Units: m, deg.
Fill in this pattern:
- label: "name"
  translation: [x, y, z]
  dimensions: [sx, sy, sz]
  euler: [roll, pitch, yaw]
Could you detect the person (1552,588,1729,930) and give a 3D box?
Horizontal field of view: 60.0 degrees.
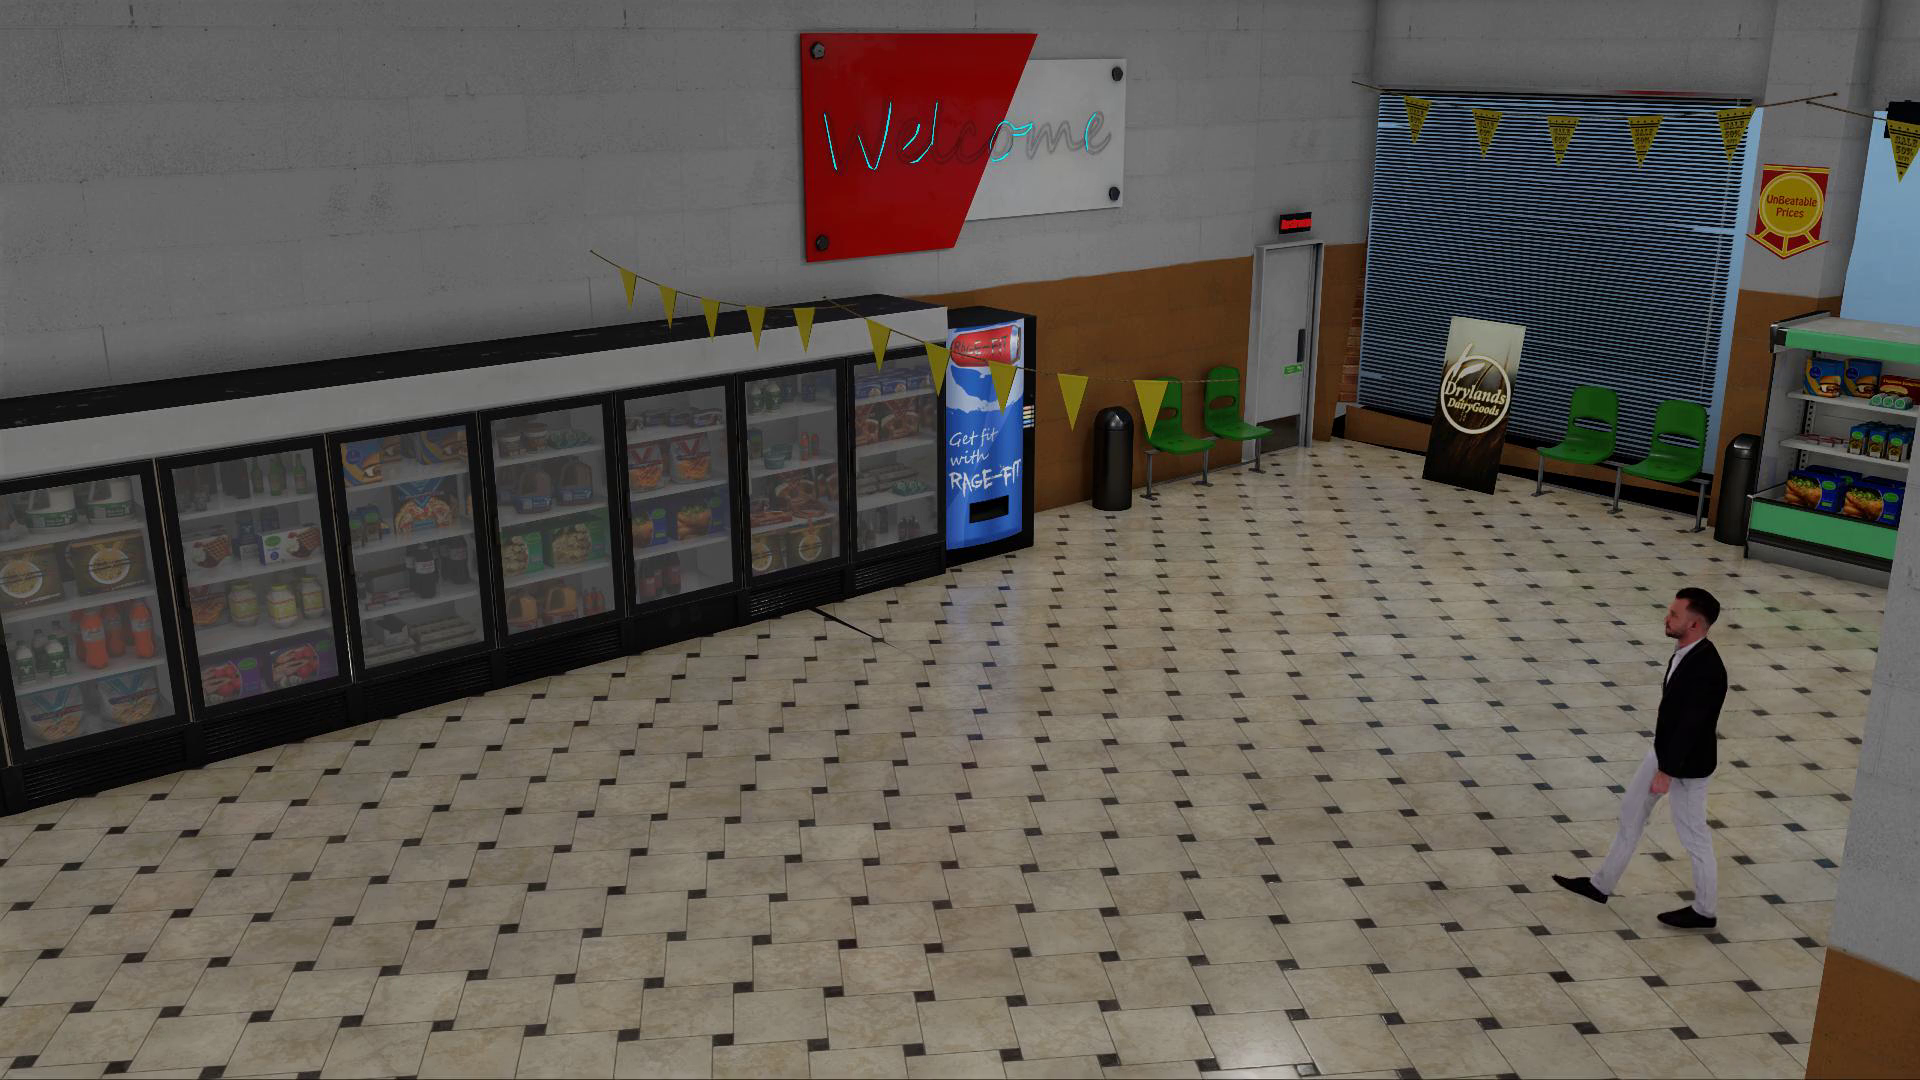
- label: "person"
  translation: [3.729, 1.137, 8.343]
  dimensions: [1.168, 1.816, 1.042]
  euler: [4, 17, 14]
